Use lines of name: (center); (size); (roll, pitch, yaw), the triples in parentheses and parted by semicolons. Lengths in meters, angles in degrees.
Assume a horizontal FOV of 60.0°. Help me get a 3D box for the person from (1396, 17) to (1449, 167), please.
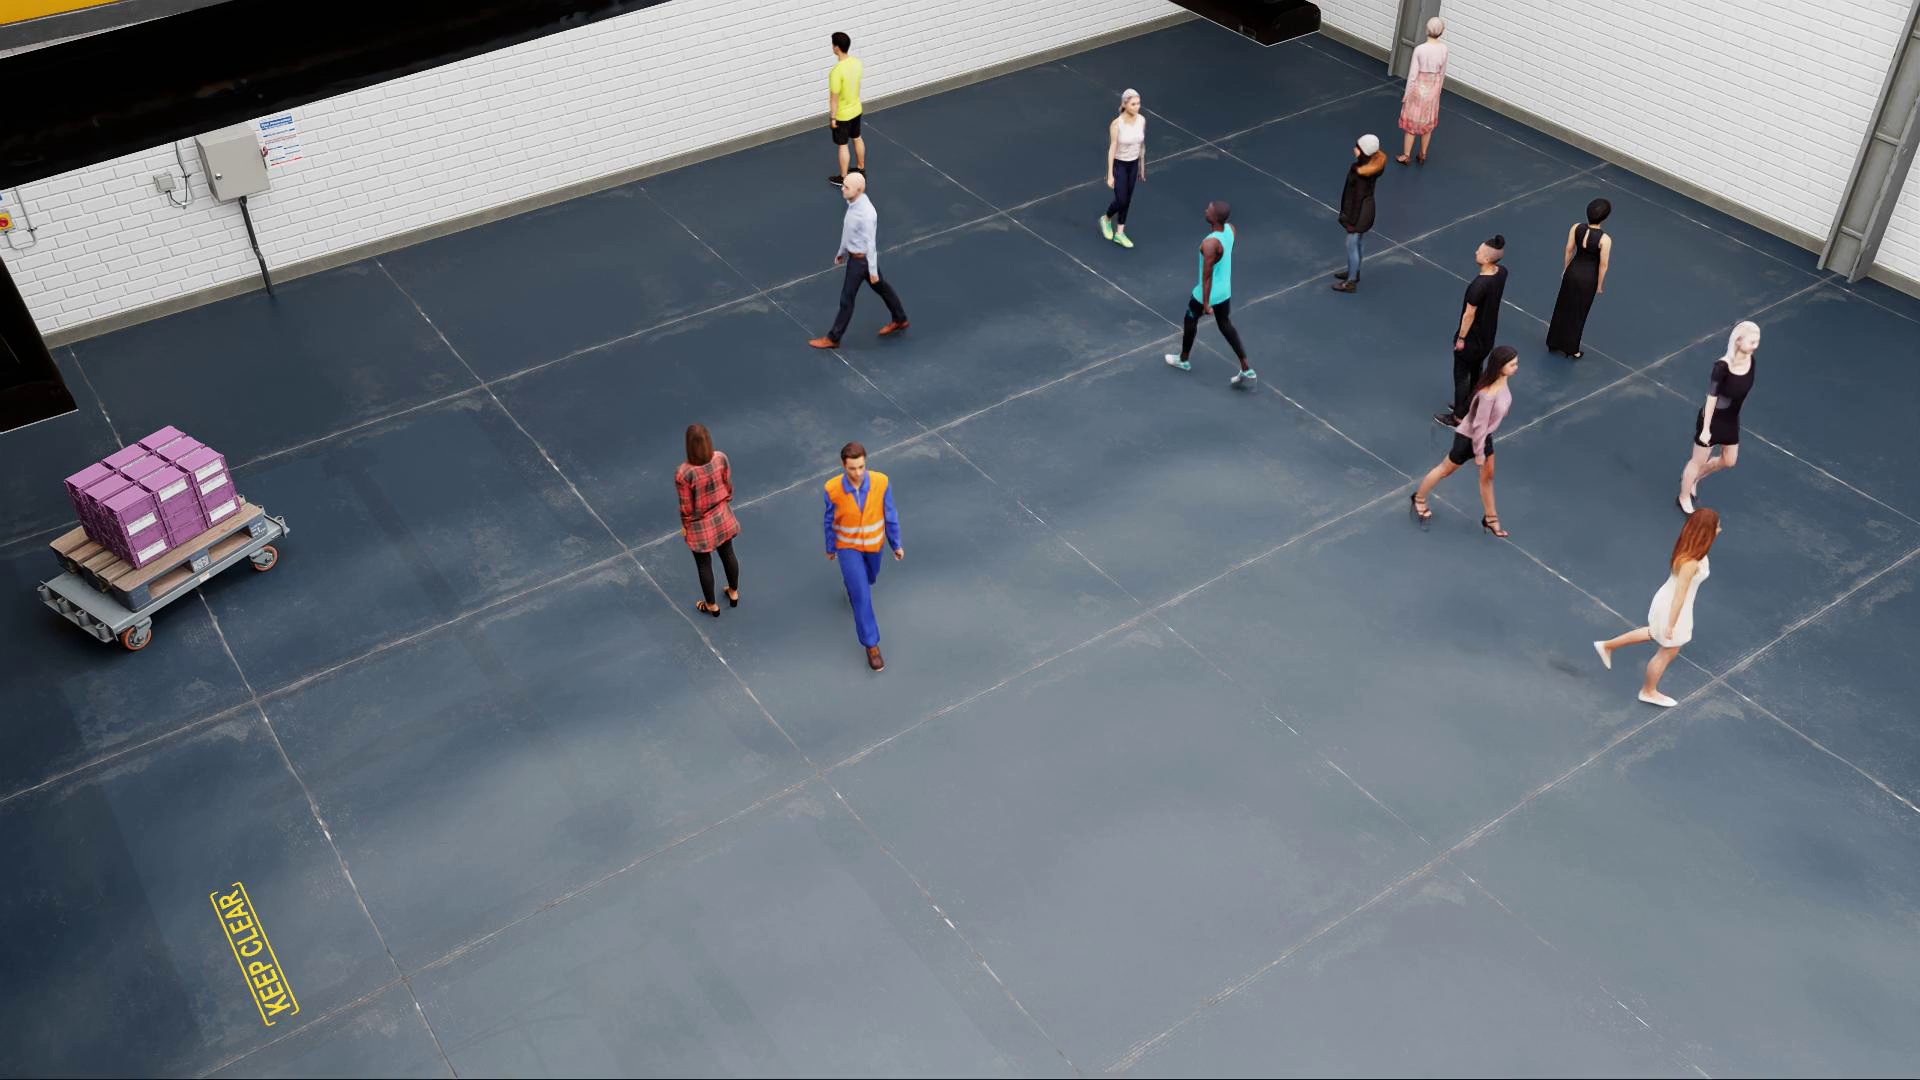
person: (5.168, -4.984, 18.516); (0.676, 1.692, 0.693); (-6, 39, -7)

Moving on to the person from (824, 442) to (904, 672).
person: (-0.744, -0.008, 12.176); (0.897, 1.827, 1.281); (-14, 41, -17)

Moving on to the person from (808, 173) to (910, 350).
person: (-0.834, -2.605, 15.492); (1.004, 1.747, 1.259); (-10, 40, -12)

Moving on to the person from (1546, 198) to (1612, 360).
person: (5.733, -2.414, 15.368); (0.651, 1.604, 0.472); (-28, 47, -31)

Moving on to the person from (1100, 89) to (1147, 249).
person: (1.630, -3.846, 17.087); (0.614, 1.697, 0.649); (-24, 45, -27)

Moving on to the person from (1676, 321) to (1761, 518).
person: (6.030, -0.994, 13.414); (0.638, 1.822, 0.679); (-16, 41, -19)

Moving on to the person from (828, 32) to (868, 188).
person: (-1.230, -4.709, 18.158); (0.633, 1.707, 0.680); (26, 45, 29)

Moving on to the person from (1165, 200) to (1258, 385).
person: (2.366, -2.190, 14.952); (1.201, 1.772, 0.761); (32, 48, 33)

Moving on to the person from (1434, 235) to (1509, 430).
person: (4.481, -1.816, 14.409); (0.652, 1.865, 0.722); (30, 47, 32)

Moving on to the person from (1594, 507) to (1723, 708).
person: (4.918, 0.450, 11.707); (0.976, 1.697, 0.824); (16, 41, 20)

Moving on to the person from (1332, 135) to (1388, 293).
person: (3.927, -3.223, 16.357); (0.774, 1.632, 0.735); (12, 40, 15)

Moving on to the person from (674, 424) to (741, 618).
person: (-1.890, -0.152, 12.456); (0.628, 1.703, 0.566); (-27, 46, -30)

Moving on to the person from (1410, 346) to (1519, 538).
person: (3.989, -0.793, 13.219); (1.135, 1.752, 0.832); (26, 46, 29)
